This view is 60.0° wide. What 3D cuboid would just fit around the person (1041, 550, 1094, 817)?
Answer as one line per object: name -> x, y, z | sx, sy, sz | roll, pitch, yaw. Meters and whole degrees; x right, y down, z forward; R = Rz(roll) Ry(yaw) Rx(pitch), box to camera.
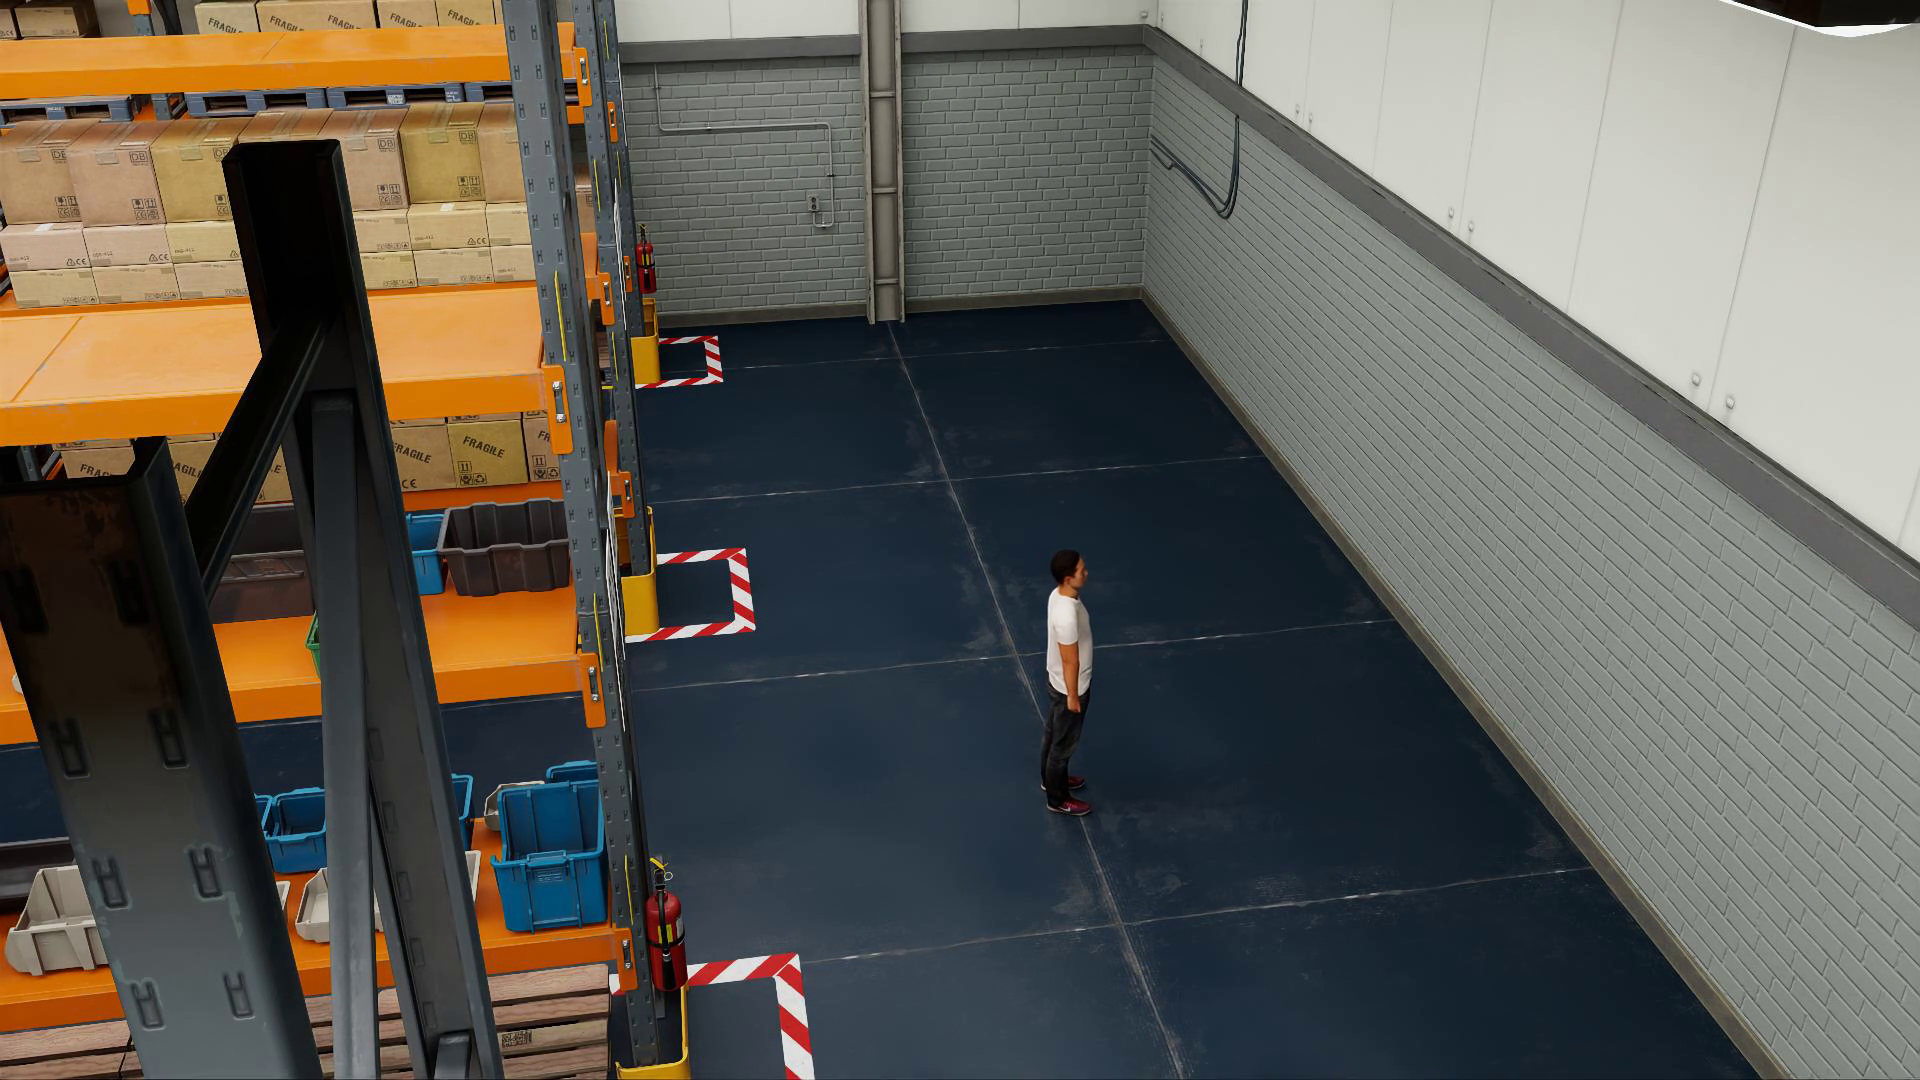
person -> 0.654, 0.867, 10.348 | 0.572, 1.804, 0.662 | -1, 28, -2
